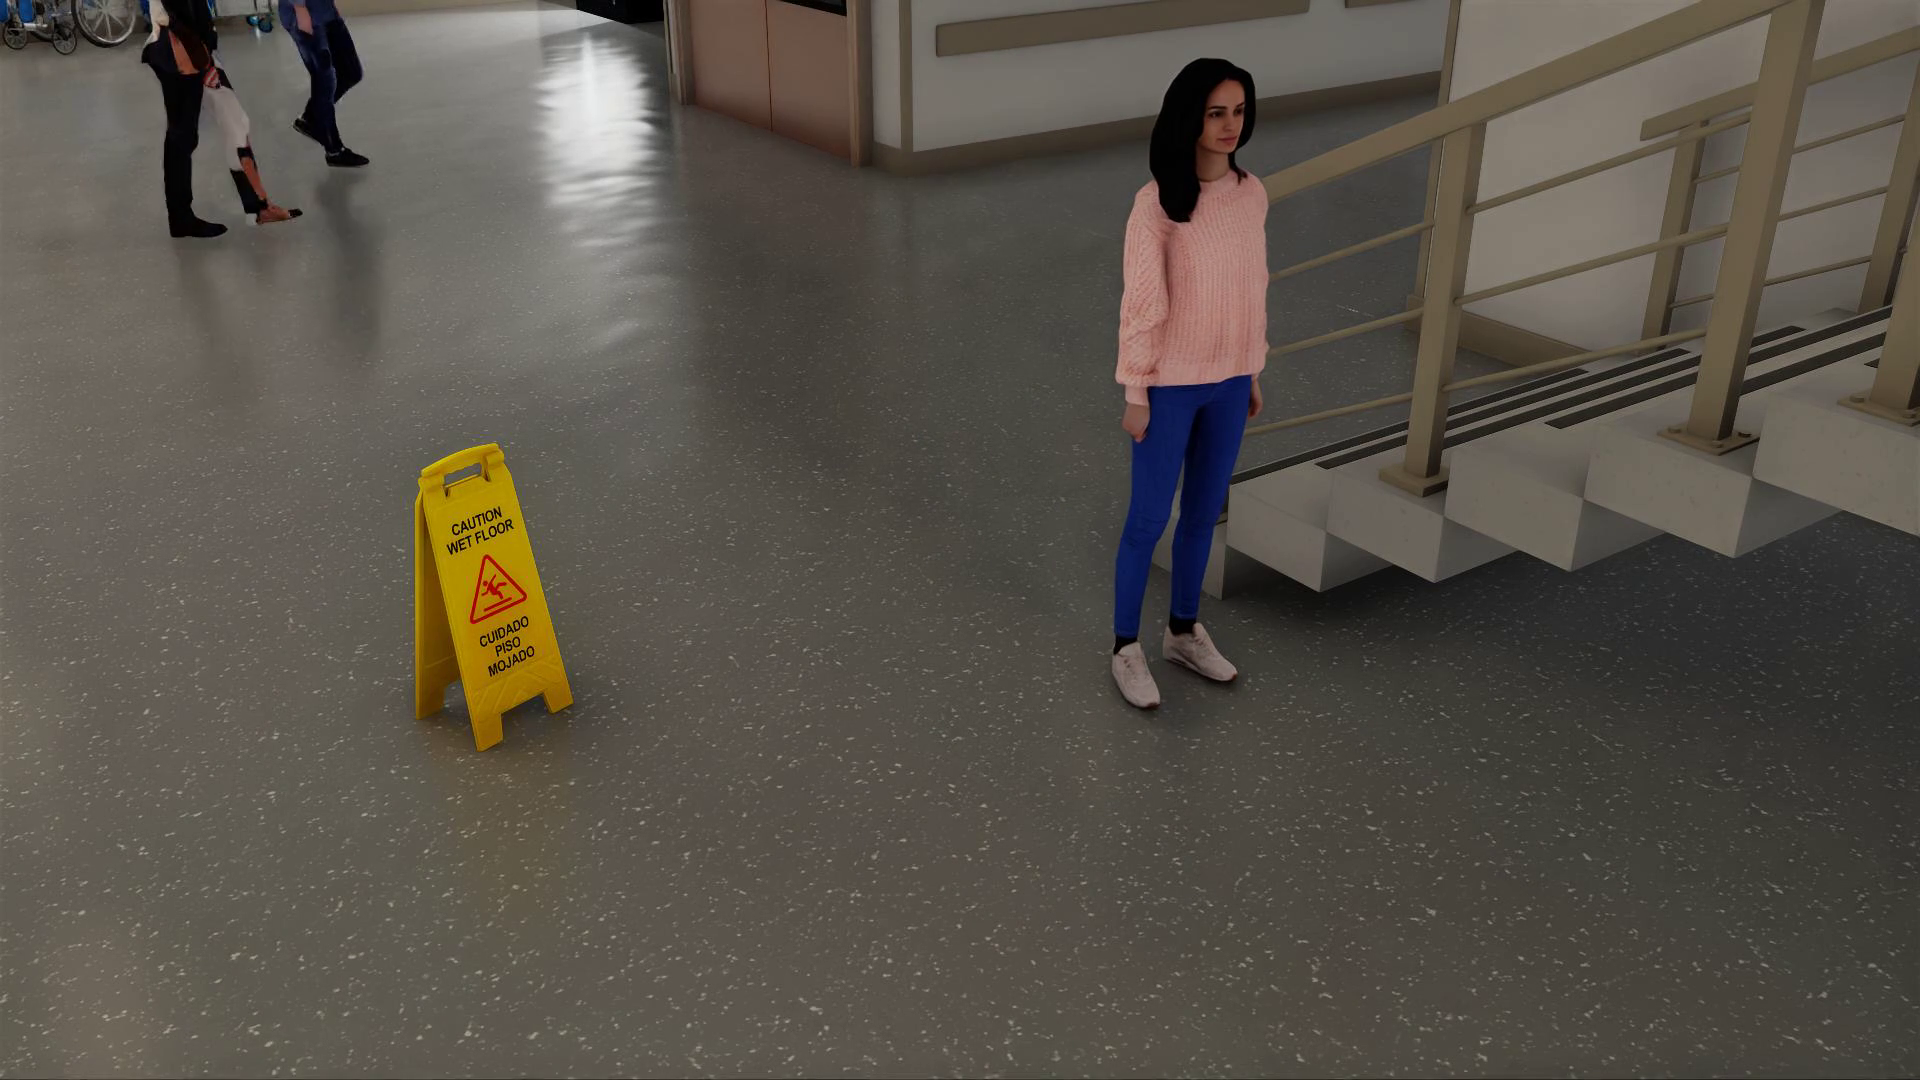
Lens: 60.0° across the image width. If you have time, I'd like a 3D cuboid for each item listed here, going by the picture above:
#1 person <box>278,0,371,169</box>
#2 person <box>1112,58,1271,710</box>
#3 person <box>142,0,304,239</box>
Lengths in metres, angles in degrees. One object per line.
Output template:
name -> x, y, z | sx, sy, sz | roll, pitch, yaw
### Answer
person -> -4.047, -3.219, 10.268 | 0.980, 1.814, 0.912 | 1, 26, 3
person -> 0.616, -0.403, 4.481 | 0.659, 1.768, 0.557 | -15, 29, -28
person -> -4.152, -2.501, 8.719 | 0.994, 1.866, 0.989 | -5, 26, -10
